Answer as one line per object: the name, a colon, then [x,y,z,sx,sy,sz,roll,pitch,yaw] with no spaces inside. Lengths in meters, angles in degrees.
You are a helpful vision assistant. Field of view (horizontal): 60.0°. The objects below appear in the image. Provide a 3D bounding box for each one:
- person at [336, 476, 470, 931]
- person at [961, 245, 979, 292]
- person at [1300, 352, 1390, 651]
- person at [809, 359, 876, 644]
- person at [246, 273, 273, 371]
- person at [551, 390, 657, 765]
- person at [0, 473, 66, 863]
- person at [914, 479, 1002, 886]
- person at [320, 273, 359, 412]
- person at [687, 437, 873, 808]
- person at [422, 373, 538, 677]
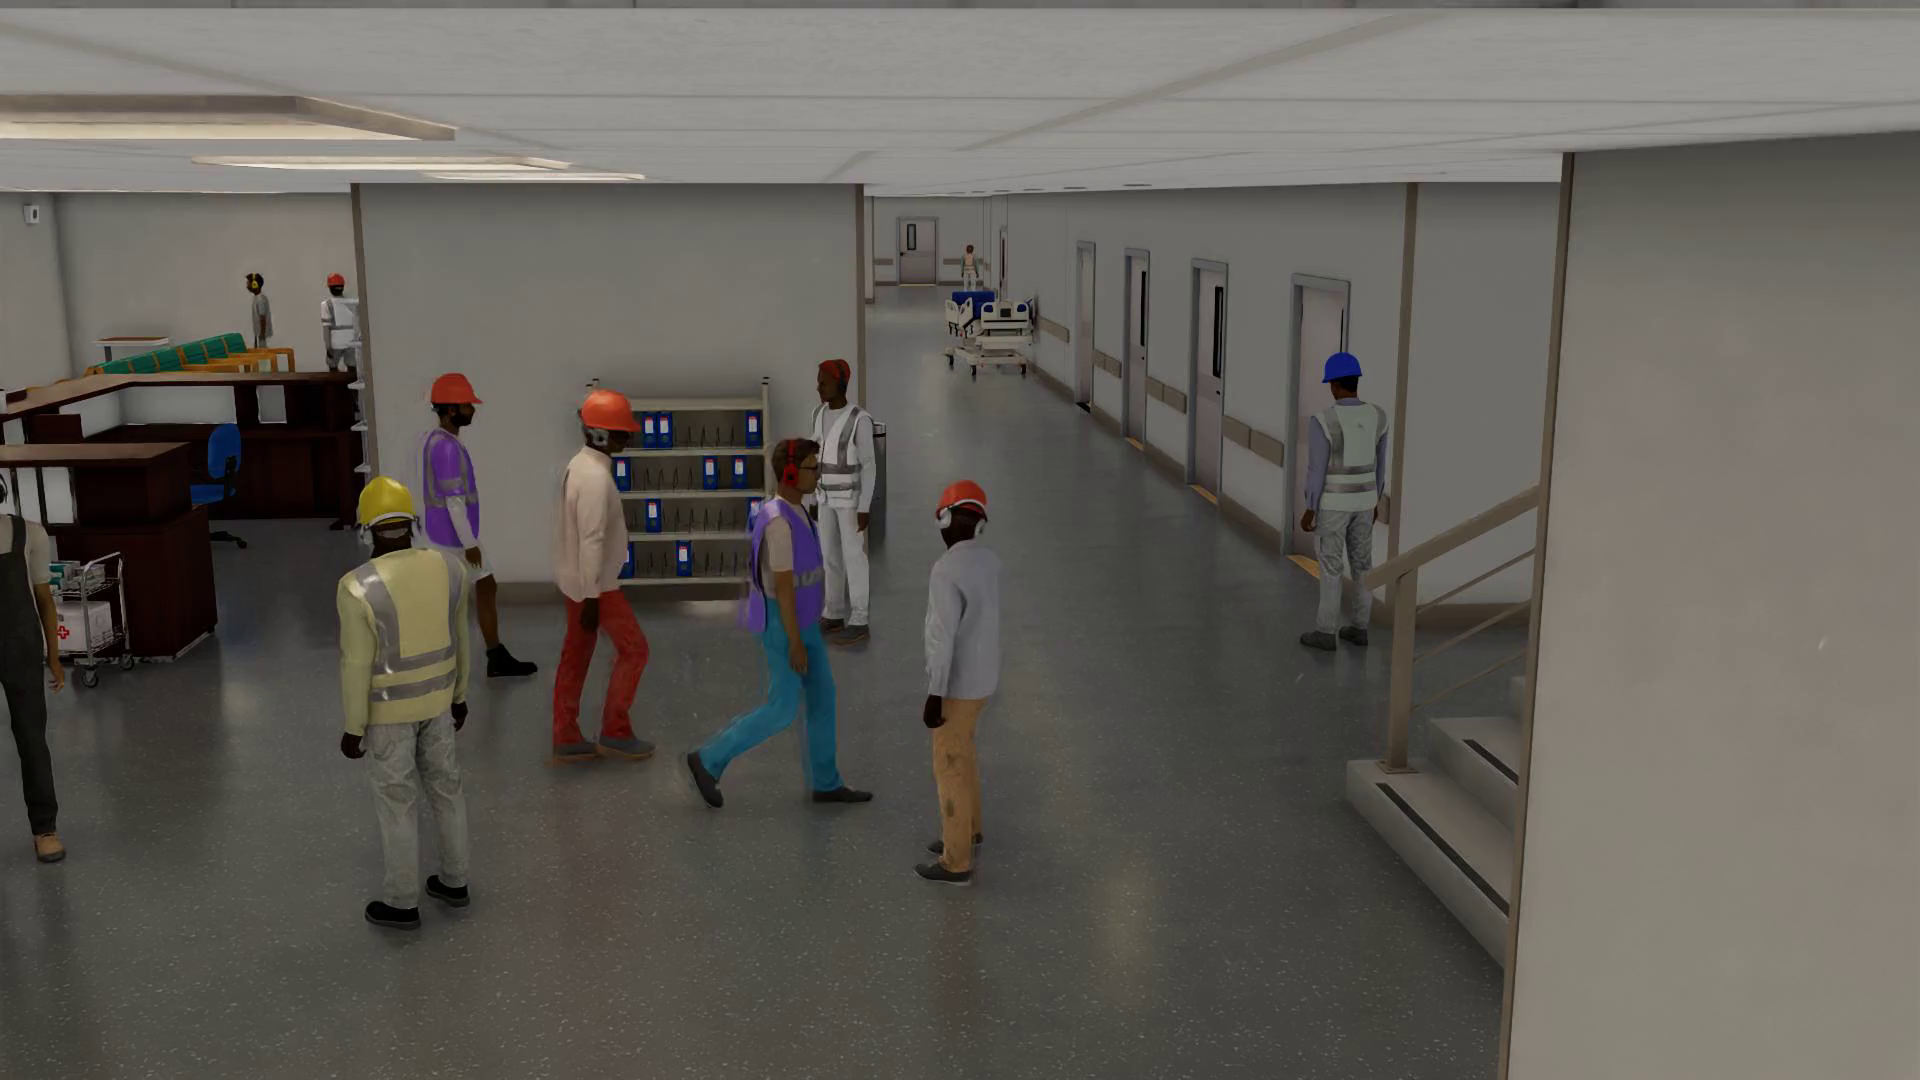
person: [-2.240,0.651,6.696,0.404,1.828,0.599,8,14,34]
person: [0.283,-7.605,47.509,0.525,1.639,0.307,3,12,14]
person: [2.484,-0.244,10.802,0.602,1.939,0.397,-5,13,-25]
person: [-0.797,-0.255,10.999,0.337,1.879,0.584,-11,16,-43]
person: [-10.148,-2.925,24.103,0.359,1.872,0.559,-4,12,-20]
person: [-1.830,0.204,8.543,0.689,1.956,0.756,-5,12,-21]
person: [-4.197,0.530,7.244,0.508,1.844,0.332,-7,13,-30]
person: [-0.013,0.593,7.255,0.354,1.723,0.583,4,12,18]
person: [-8.617,-2.741,23.114,0.551,1.902,0.885,-8,14,-35]
person: [-0.871,0.412,7.917,0.795,1.819,0.570,1,12,5]
person: [-3.102,-0.052,9.973,0.930,1.904,0.545,-2,12,-12]
